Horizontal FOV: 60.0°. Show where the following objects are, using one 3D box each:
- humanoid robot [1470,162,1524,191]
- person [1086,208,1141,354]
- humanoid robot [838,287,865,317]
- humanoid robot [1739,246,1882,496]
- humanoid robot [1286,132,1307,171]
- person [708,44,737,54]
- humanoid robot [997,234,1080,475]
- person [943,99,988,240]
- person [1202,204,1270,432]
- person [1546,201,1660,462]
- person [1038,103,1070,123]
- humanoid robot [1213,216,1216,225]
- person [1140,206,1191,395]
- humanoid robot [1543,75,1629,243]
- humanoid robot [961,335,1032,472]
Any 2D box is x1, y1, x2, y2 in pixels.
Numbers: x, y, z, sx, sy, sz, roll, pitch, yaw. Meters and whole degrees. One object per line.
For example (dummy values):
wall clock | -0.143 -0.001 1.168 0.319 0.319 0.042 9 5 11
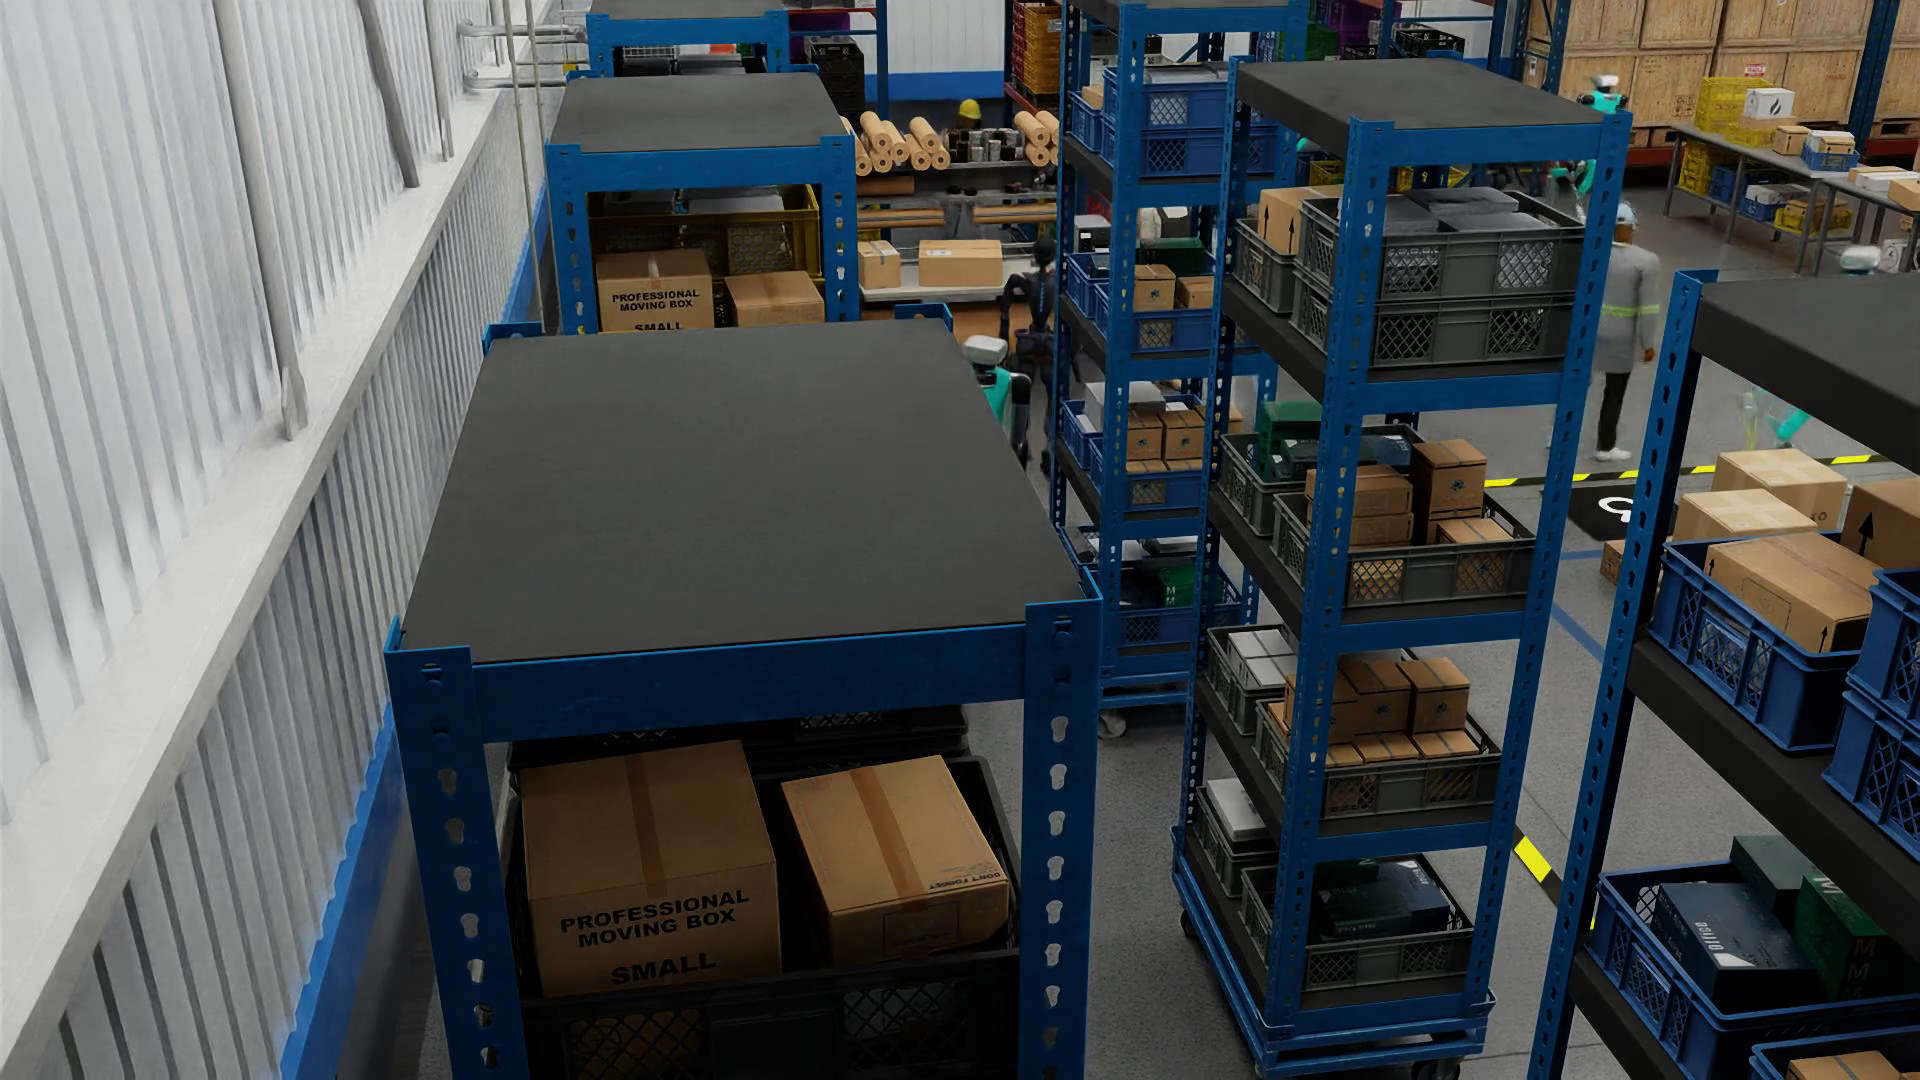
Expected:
humanoid robot | 5.370 -3.692 16.647 0.599 1.646 0.478 -9 26 -20
person | 1.398 -2.198 13.336 0.899 1.721 0.526 13 28 26
humanoid robot | -0.695 -0.801 10.440 0.599 1.646 0.793 -11 27 -22
humanoid robot | 5.545 -1.106 10.966 1.043 1.740 0.538 16 29 30
humanoid robot | 3.859 -4.844 19.070 0.977 1.744 0.549 -8 26 -17
person | -2.419 -4.227 17.367 0.612 2.041 0.391 7 26 15
humanoid robot | 0.524 -1.258 11.375 0.608 1.637 0.580 0 25 0
person | 0.056 -3.329 15.827 0.494 1.693 0.876 -11 27 -22
person | 1.967 -1.563 11.883 0.691 1.767 0.970 21 32 37
person | 4.460 -1.404 11.494 0.641 1.833 0.468 22 33 39
person | 1.033 -4.500 18.106 0.587 1.920 0.392 4 25 9
humanoid robot | 2.763 -4.123 17.615 0.599 1.646 0.541 -16 29 -31
person | 1.594 -2.012 12.786 0.508 1.846 0.343 -16 29 -32
humanoid robot | 6.360 -3.927 17.136 0.545 1.770 1.039 -7 26 -14
humanoid robot | 0.072 -0.158 8.904 0.546 1.776 0.882 4 25 8
